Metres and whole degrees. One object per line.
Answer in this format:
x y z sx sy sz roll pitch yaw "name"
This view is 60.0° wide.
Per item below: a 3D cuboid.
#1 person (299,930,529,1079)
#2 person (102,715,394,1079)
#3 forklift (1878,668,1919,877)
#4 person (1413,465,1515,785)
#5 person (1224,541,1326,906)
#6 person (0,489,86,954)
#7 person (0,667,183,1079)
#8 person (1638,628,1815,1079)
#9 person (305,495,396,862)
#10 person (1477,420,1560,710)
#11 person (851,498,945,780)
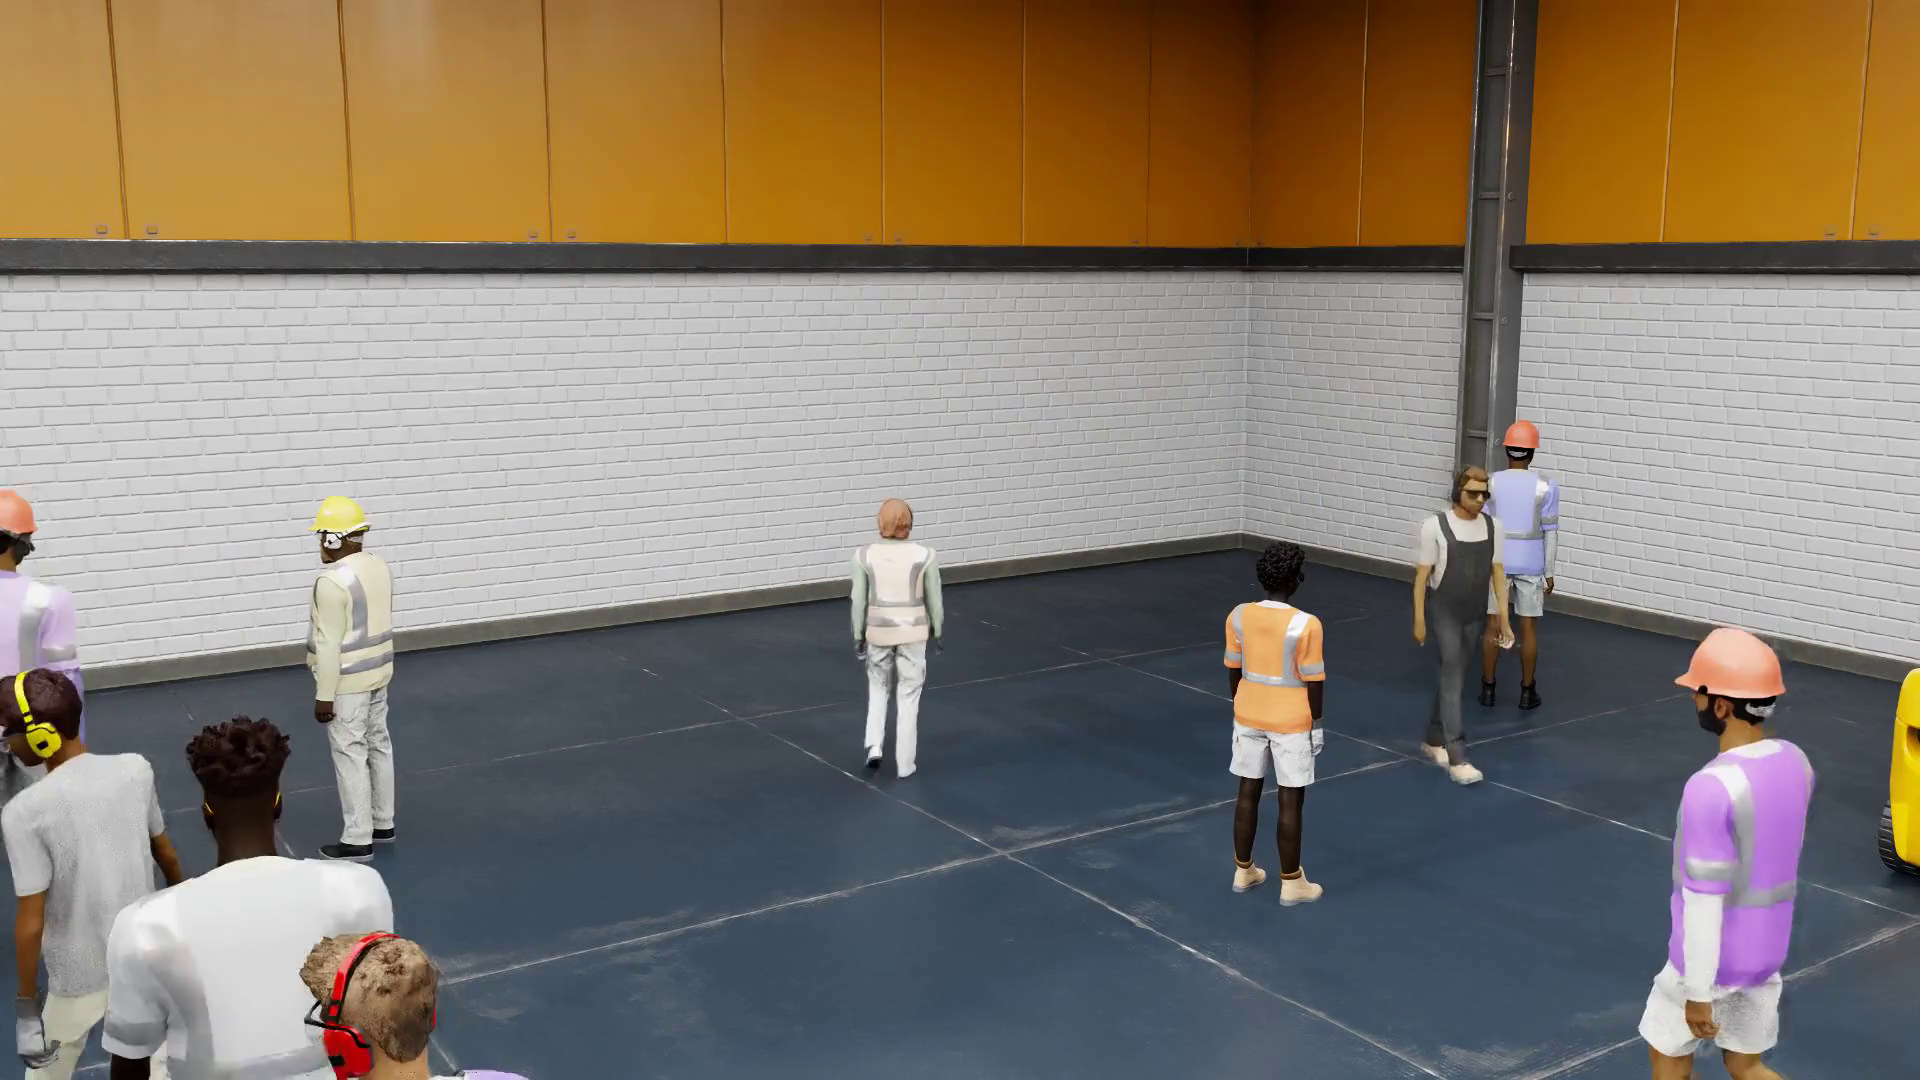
-0.937 1.585 2.951 0.817 1.819 0.565 6 11 34 "person"
-1.630 1.367 3.886 0.632 1.928 0.701 -6 11 -32 "person"
5.511 0.571 7.906 2.313 2.155 1.214 -6 11 -33 "forklift"
2.939 0.482 9.579 0.504 1.809 0.852 -3 10 -16 "person"
1.471 0.847 7.742 0.532 1.697 0.319 9 13 44 "person"
-4.005 0.807 6.968 0.619 2.028 0.621 -1 10 -7 "person"
-2.449 1.254 4.878 0.414 1.841 0.729 4 10 23 "person"
2.314 1.213 4.890 0.552 1.919 0.807 -6 11 -30 "person"
-3.049 0.686 8.338 0.403 1.827 0.596 1 10 8 "person"
3.700 0.168 11.108 0.546 1.938 0.360 4 10 22 "person"
-0.356 0.574 9.611 0.532 1.628 0.371 2 10 10 "person"
